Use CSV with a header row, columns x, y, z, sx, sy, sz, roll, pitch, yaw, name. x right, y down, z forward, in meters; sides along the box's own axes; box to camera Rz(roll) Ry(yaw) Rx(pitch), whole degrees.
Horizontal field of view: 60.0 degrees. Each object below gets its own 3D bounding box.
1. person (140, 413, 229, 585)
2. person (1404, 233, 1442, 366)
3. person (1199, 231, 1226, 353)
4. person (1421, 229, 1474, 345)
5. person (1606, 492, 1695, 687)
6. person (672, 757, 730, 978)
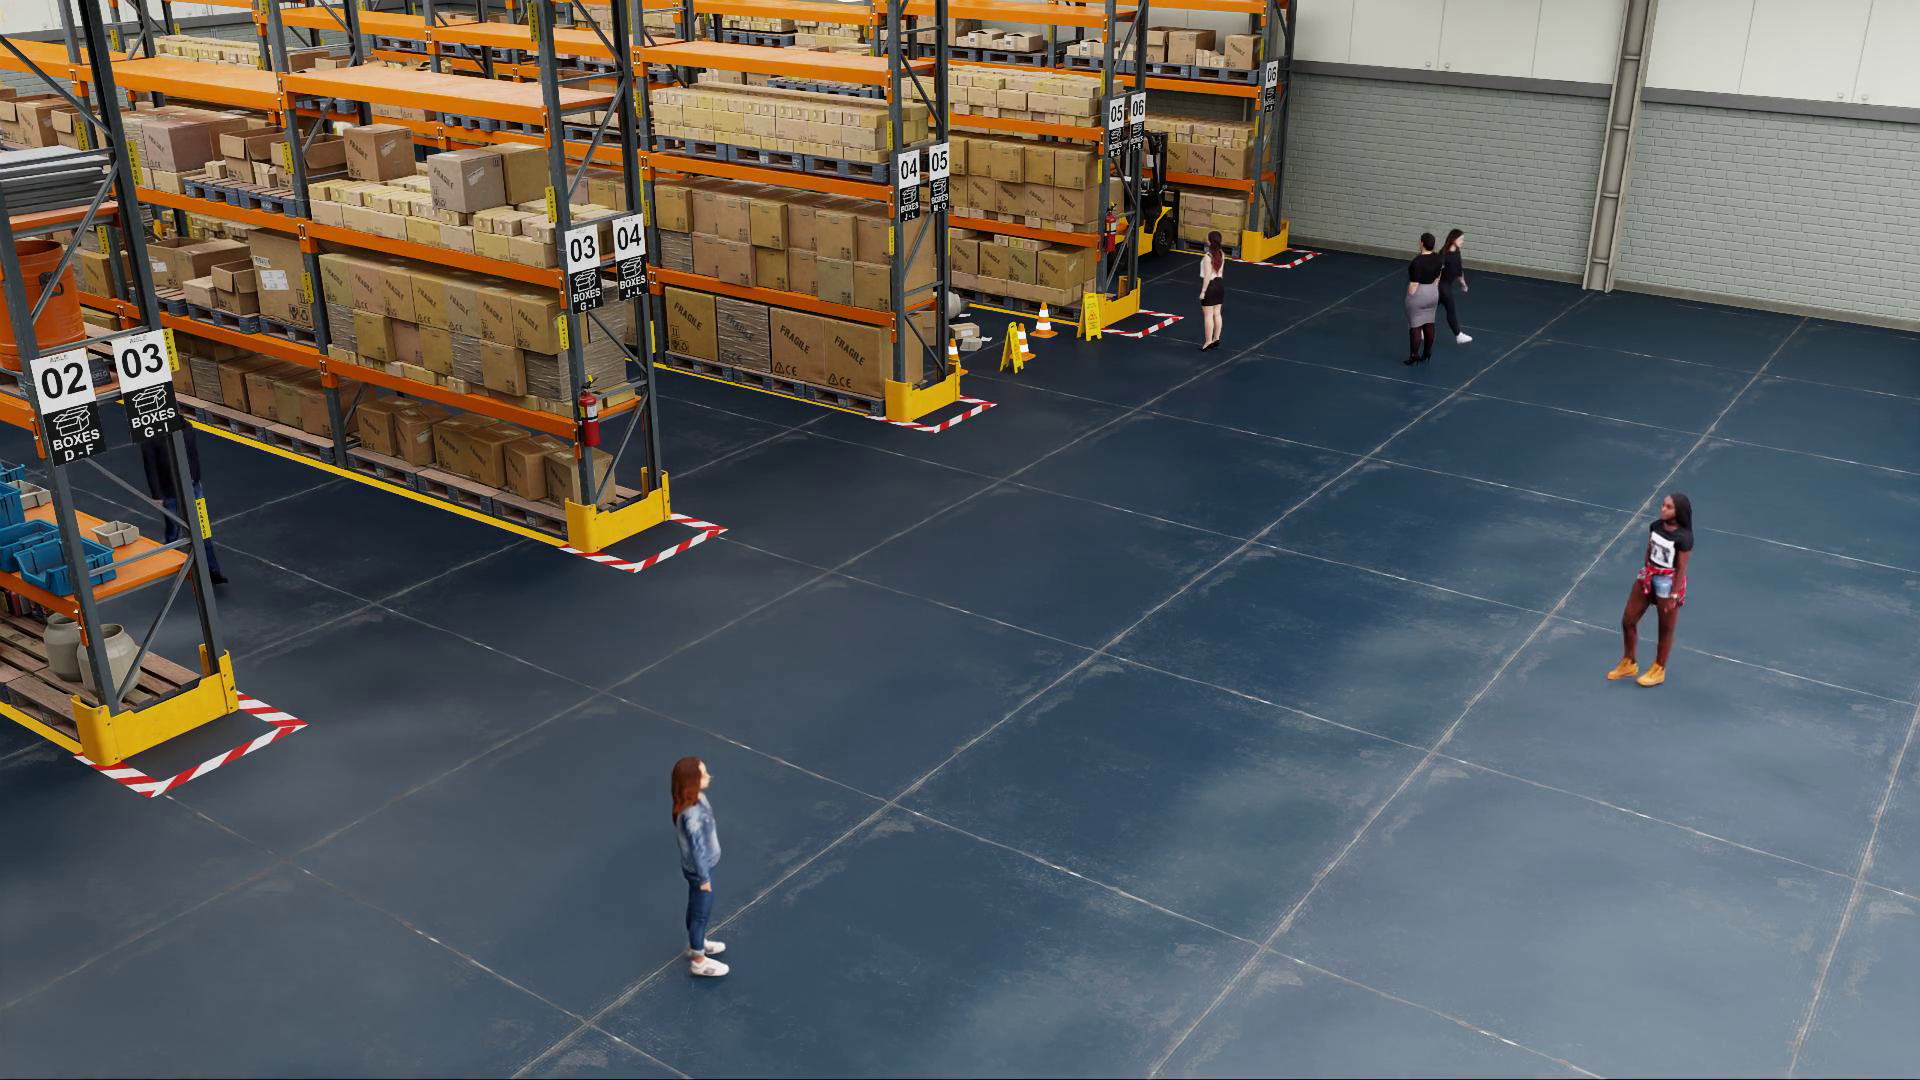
x,y,z,sx,sy,sz,roll,pitch,yaw,name
-7.361,-0.486,15.571,1.258,1.837,0.805,20,30,39,person
6.136,-3.188,22.026,0.755,1.759,0.759,-14,27,-29,person
3.434,-3.388,22.636,0.588,1.649,0.559,-21,31,-40,person
6.612,-3.498,22.973,1.104,1.589,0.707,17,29,35,person
5.815,0.399,13.644,0.827,1.717,0.775,-10,25,-22,person
-1.611,1.985,10.222,0.698,1.476,0.629,-5,24,-11,person
